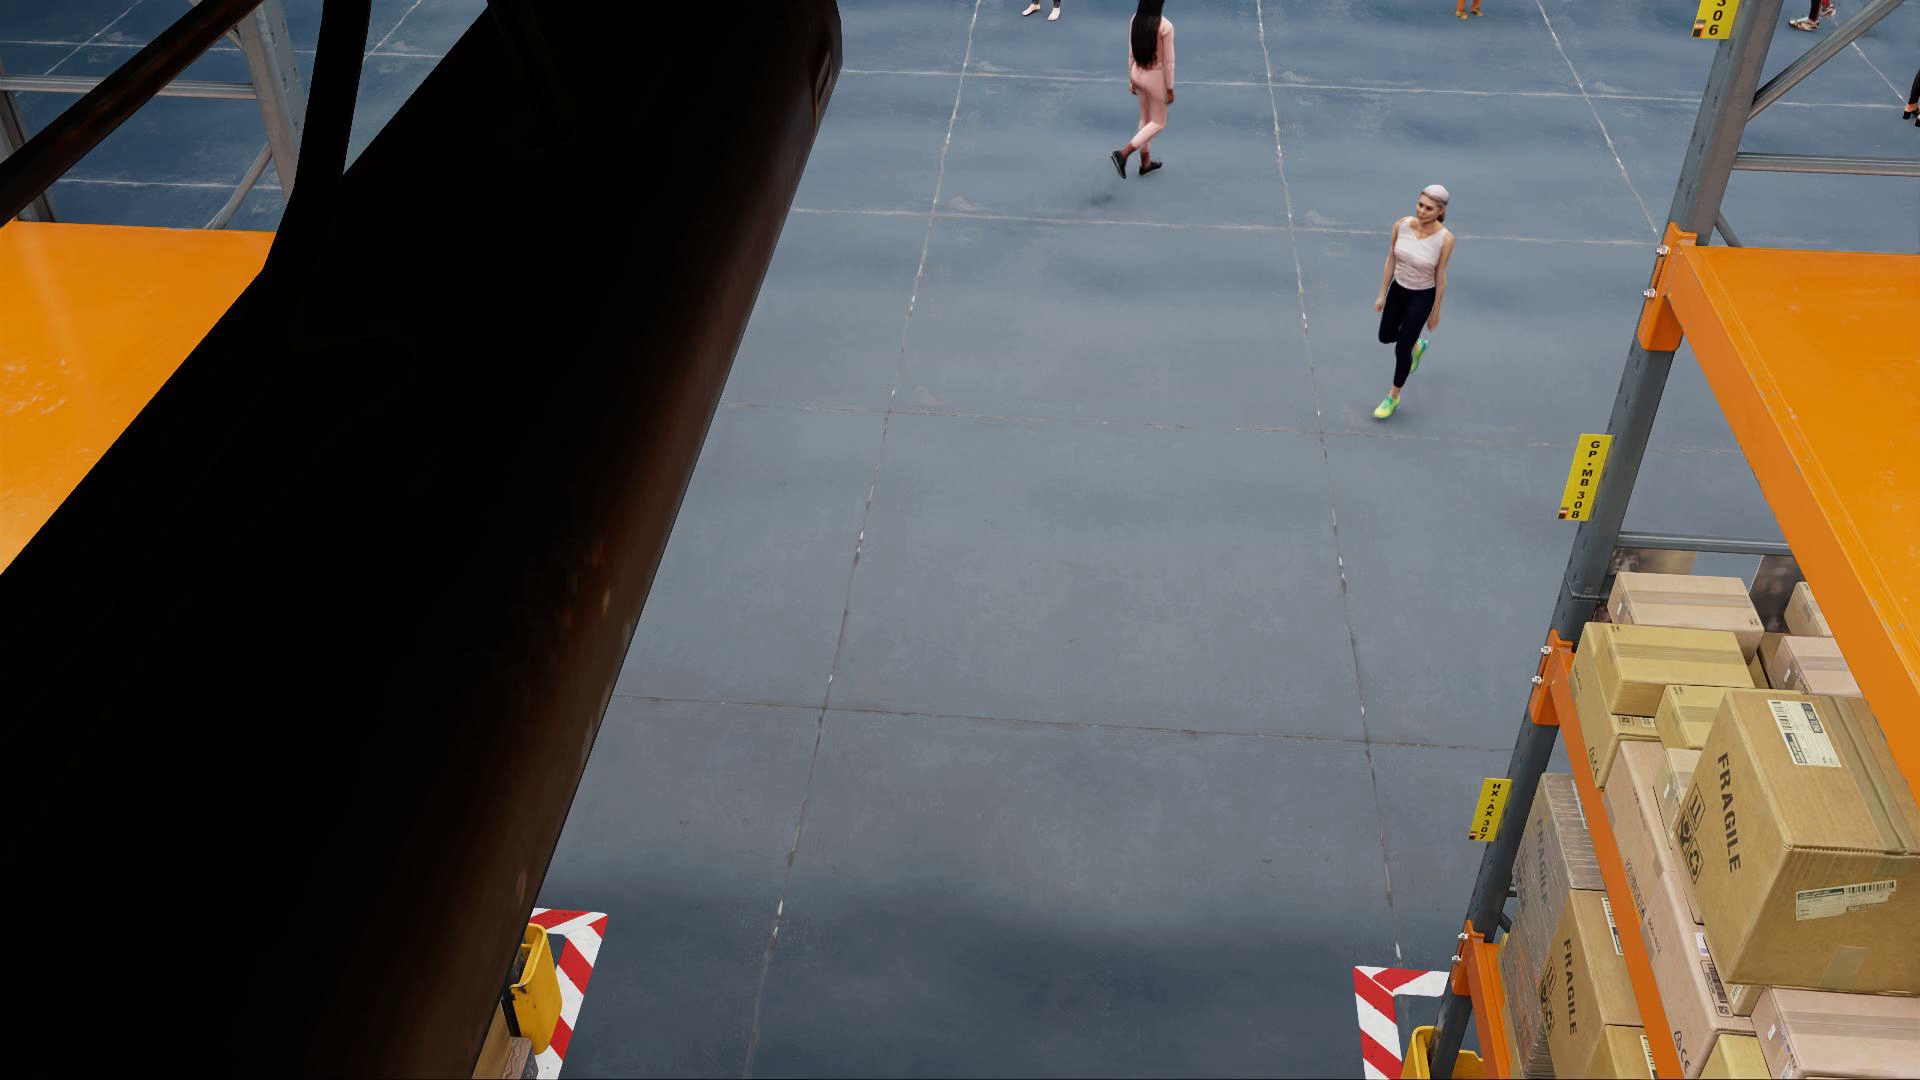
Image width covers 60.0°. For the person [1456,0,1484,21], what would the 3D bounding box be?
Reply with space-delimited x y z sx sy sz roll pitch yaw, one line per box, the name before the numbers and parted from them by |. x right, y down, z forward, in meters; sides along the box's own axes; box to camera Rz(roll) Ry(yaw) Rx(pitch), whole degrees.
person | 5.406 -6.141 17.168 0.630 1.453 0.645 -16 41 -19

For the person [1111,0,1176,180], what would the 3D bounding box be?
person | 1.544 -3.805 13.974 1.012 1.708 0.957 -27 45 -30

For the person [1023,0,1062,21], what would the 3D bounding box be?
person | 0.899 -6.257 17.064 0.669 1.764 0.640 18 41 21

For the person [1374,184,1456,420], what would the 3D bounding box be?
person | 3.098 -1.659 11.250 0.924 1.685 1.012 31 48 33
